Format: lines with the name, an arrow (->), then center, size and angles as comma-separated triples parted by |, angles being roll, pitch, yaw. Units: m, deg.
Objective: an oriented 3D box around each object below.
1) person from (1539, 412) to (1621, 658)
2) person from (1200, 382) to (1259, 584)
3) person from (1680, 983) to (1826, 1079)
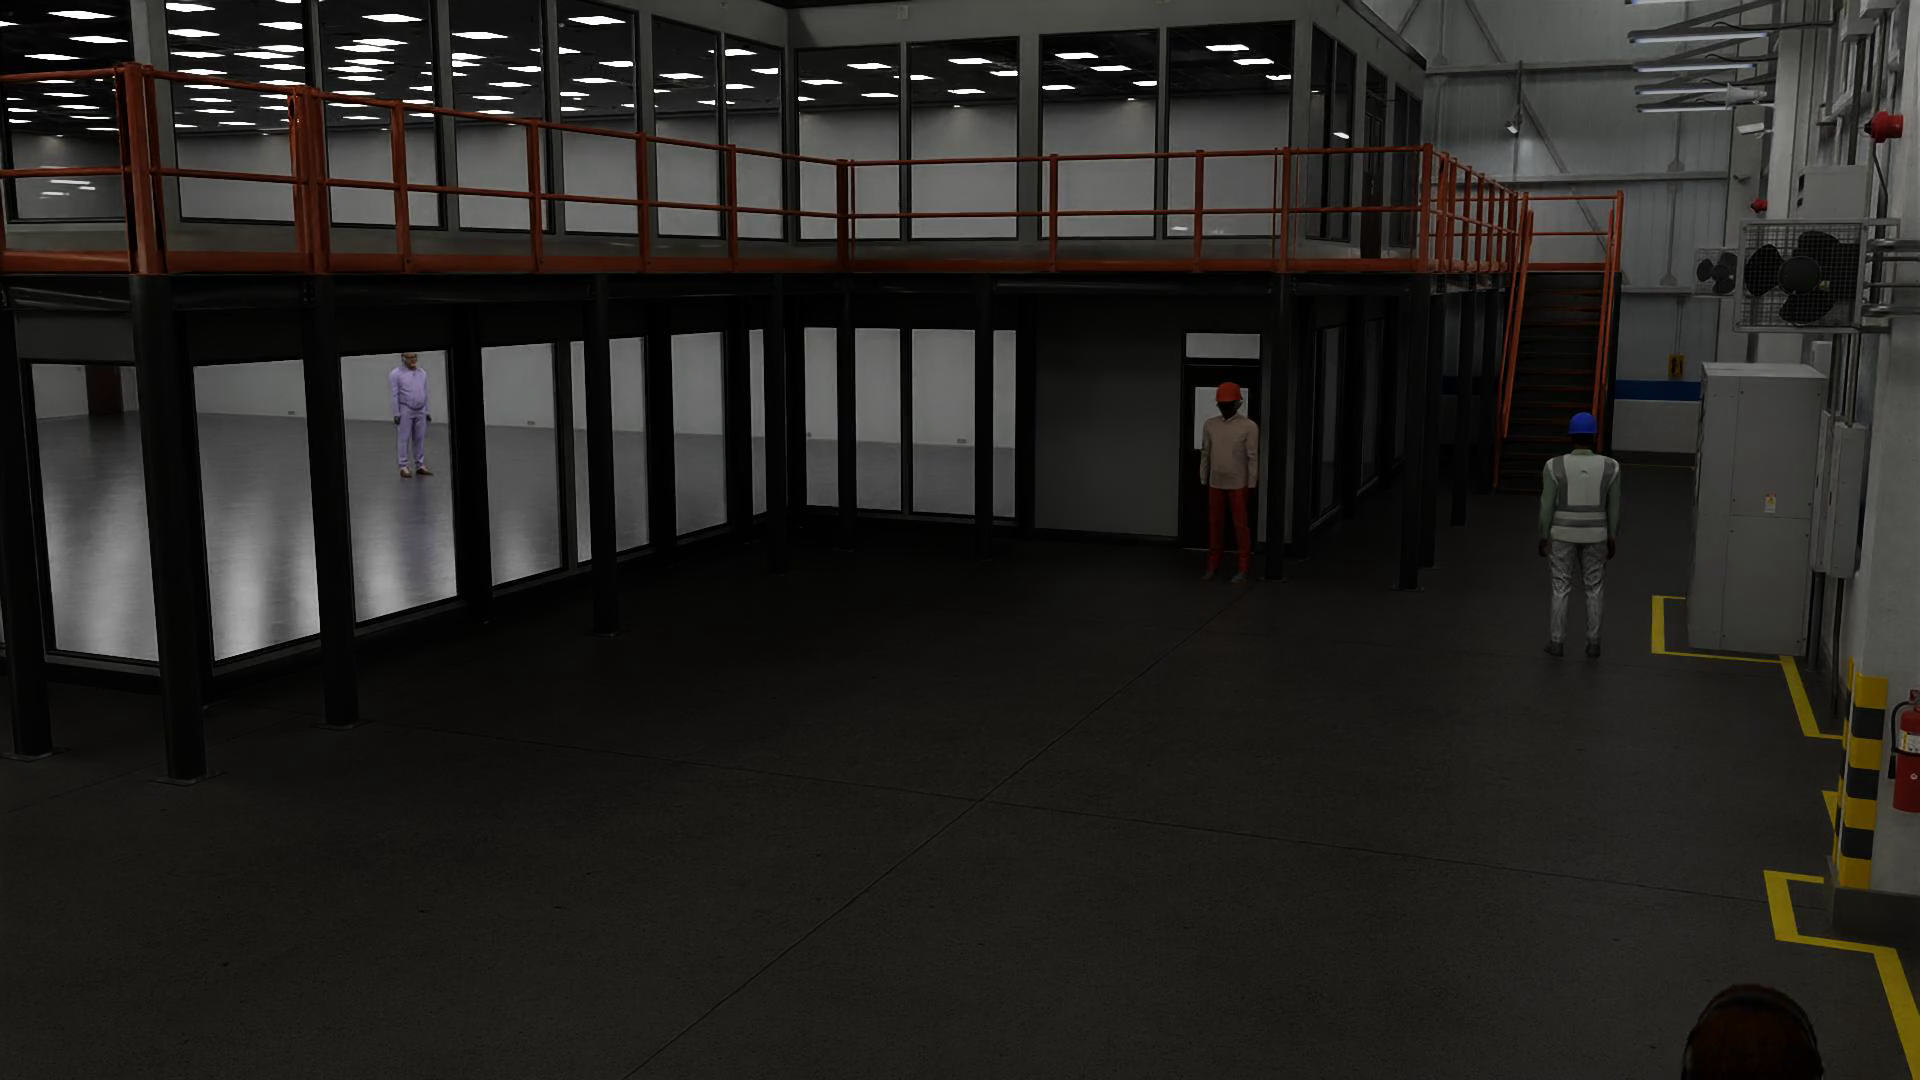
person -> 4.889, -0.035, 13.162 | 0.608, 1.943, 0.402 | 2, 9, 10
person -> 2.617, -0.557, 16.271 | 0.614, 1.984, 0.409 | 7, 11, 36
person -> 1.334, 1.688, 2.930 | 0.634, 1.824, 0.733 | 4, 10, 26
